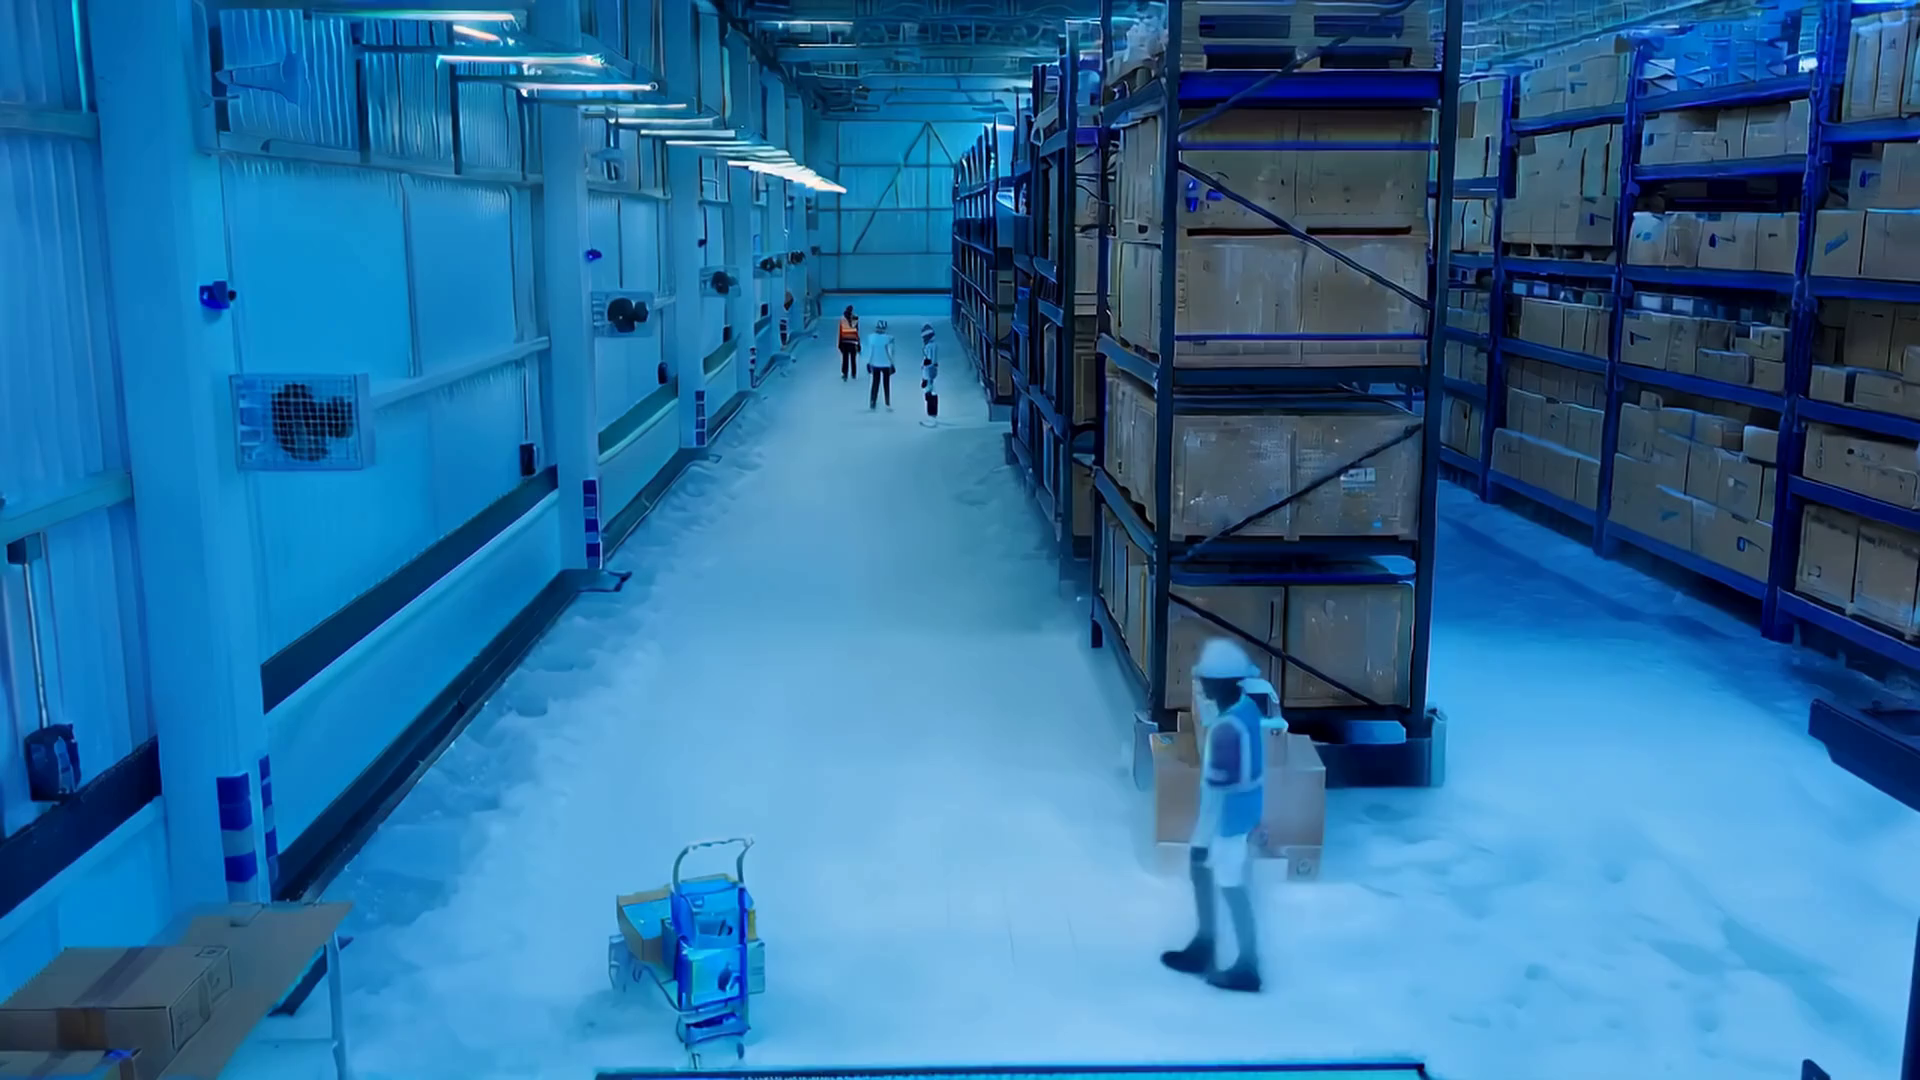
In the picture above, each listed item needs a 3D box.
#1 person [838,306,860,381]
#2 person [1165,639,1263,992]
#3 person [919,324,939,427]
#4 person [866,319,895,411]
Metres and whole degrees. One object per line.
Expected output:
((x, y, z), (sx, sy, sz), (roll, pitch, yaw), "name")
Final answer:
((-2.835, -5.017, 42.478), (0.589, 1.912, 0.397), (-4, 12, -21), "person")
((1.315, 1.453, 8.793), (0.694, 1.915, 0.585), (4, 12, 19), "person")
((-0.628, -3.248, 32.928), (0.381, 2.045, 0.605), (4, 12, 19), "person")
((-1.698, -3.750, 35.700), (0.613, 1.988, 0.403), (-3, 11, -15), "person")
